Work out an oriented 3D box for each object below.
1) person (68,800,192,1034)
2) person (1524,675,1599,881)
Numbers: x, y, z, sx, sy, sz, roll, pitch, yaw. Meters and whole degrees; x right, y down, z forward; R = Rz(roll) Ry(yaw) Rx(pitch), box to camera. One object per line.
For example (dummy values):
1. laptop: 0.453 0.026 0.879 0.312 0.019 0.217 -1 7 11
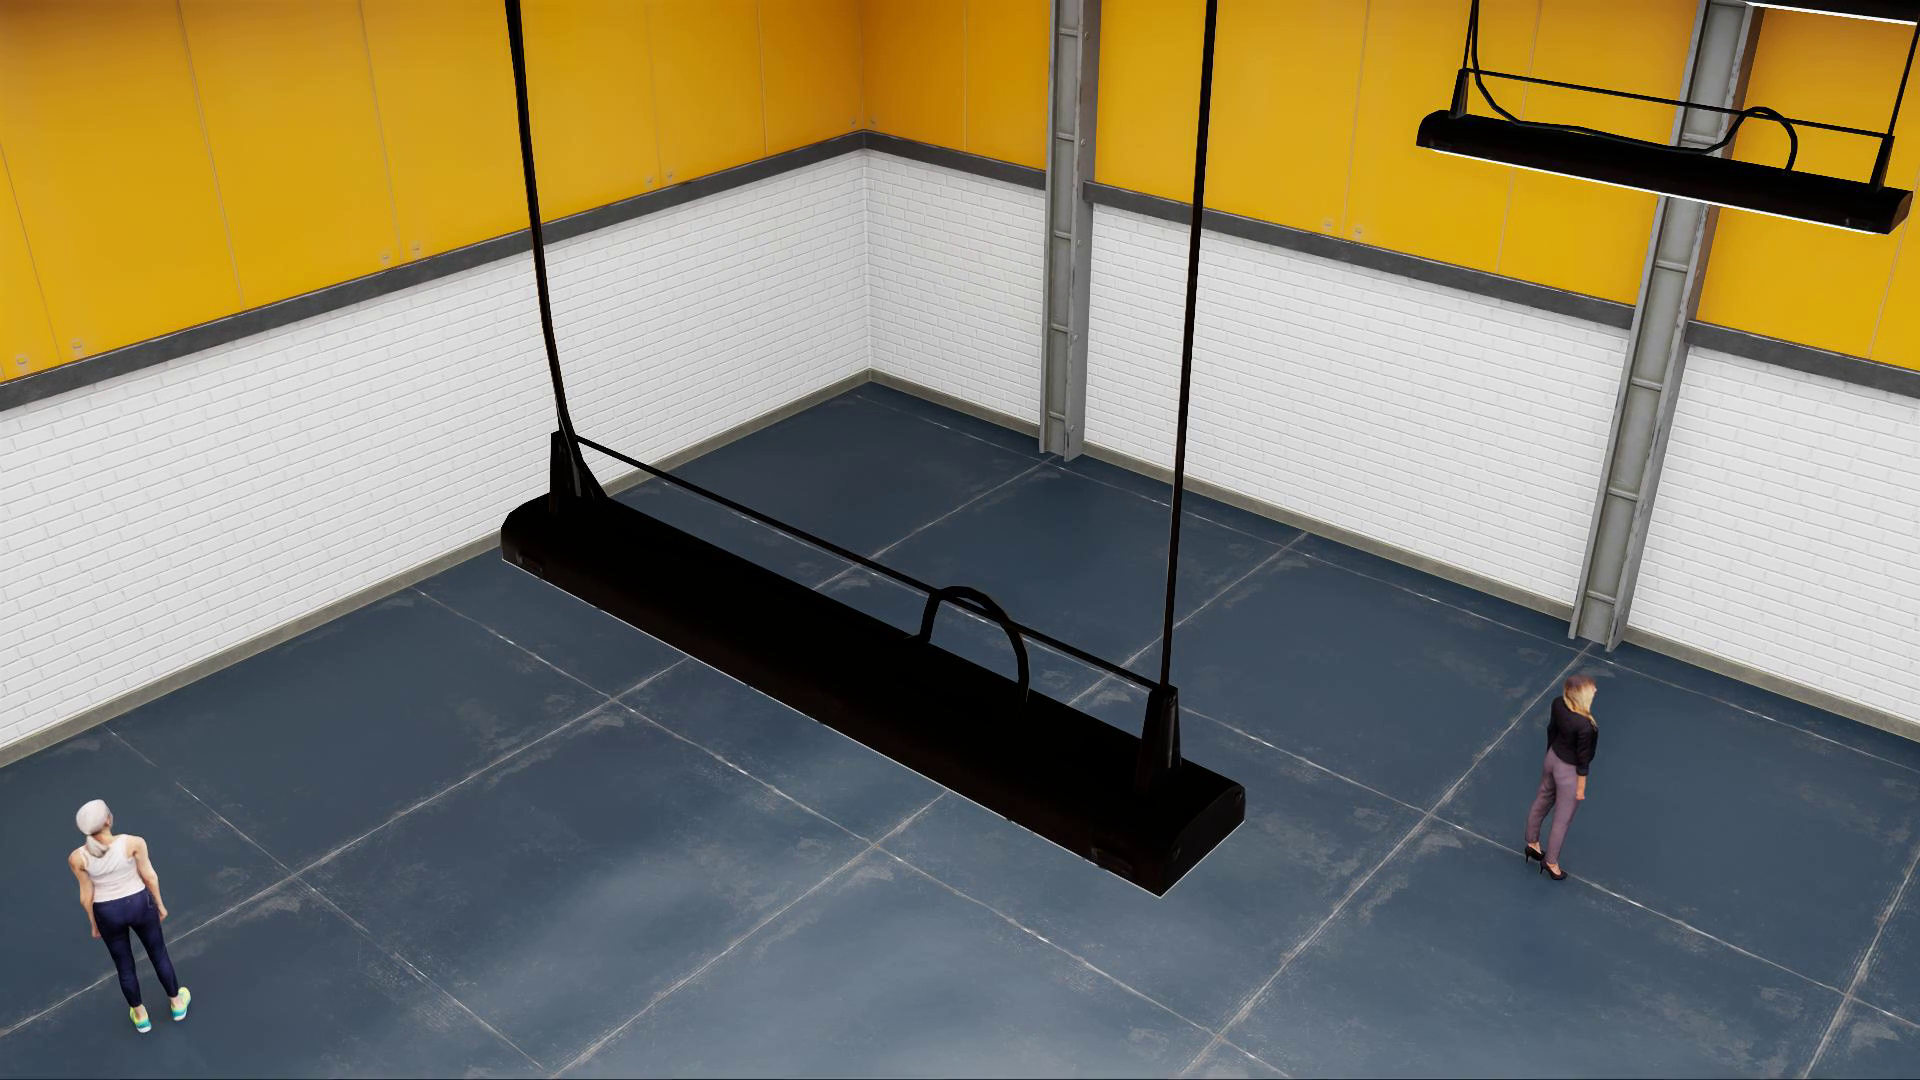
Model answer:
1. person: -5.240 2.356 10.451 0.674 1.702 0.668 -14 31 -23
2. person: 4.254 1.659 11.761 0.734 1.672 0.637 -8 30 -14
